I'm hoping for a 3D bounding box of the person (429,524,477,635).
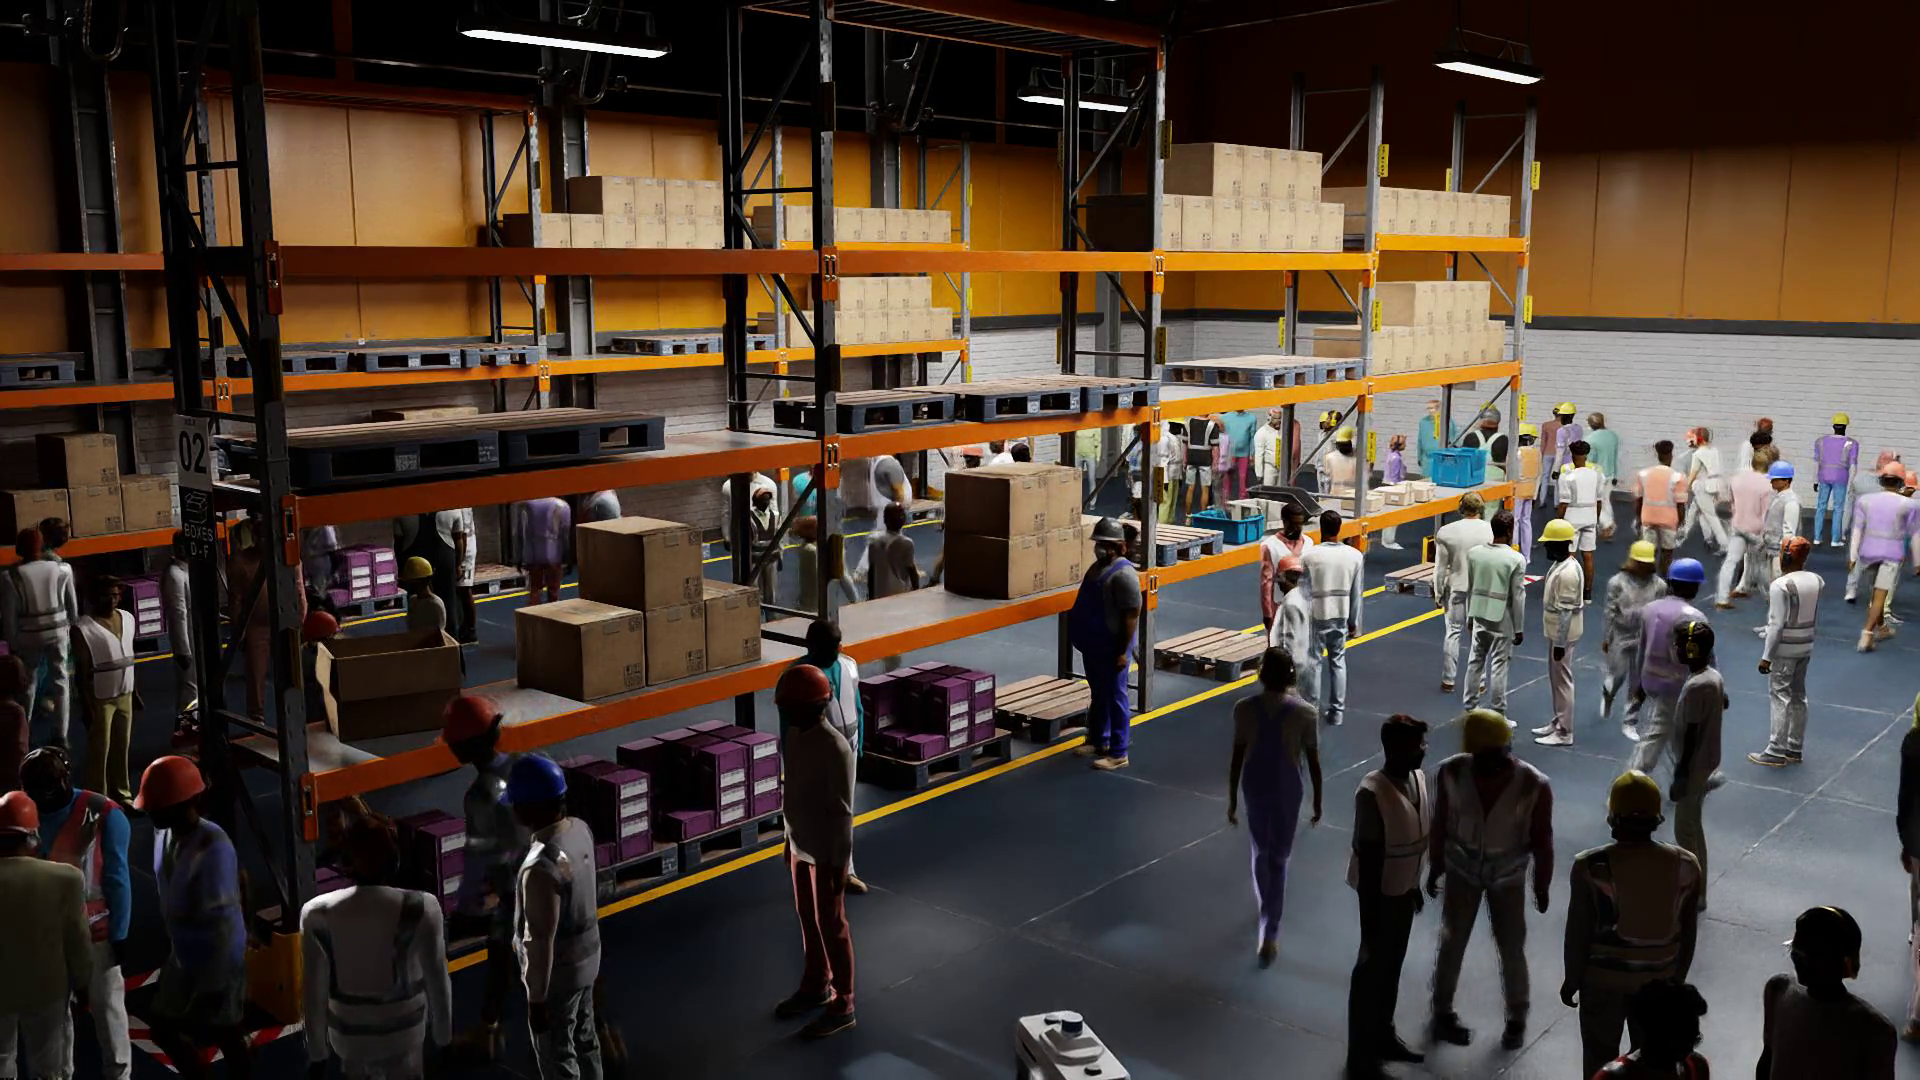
[{"bbox_3d":[-5.518,0.139,17.807,0.661,1.919,0.580,-3,10,-19],"label":"person"}]

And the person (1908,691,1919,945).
[{"bbox_3d":[5.855,1.494,9.741,0.390,1.916,0.585,-4,10,-21],"label":"person"}]

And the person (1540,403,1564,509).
[{"bbox_3d":[9.830,-1.384,27.416,0.532,1.754,0.340,8,12,39],"label":"person"}]

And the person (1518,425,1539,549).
[{"bbox_3d":[8.041,-0.758,23.654,0.326,1.761,0.523,-4,10,-23],"label":"person"}]

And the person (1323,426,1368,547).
[{"bbox_3d":[5.108,-0.563,22.021,0.610,1.913,0.540,6,11,31],"label":"person"}]

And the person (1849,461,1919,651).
[{"bbox_3d":[9.726,0.169,17.494,1.030,1.983,0.633,-8,12,-39],"label":"person"}]

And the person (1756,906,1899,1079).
[{"bbox_3d":[2.983,2.171,5.831,0.333,1.872,0.515,-5,11,-28],"label":"person"}]

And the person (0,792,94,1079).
[{"bbox_3d":[-4.185,1.985,7.431,0.575,1.709,0.714,-5,11,-27],"label":"person"}]

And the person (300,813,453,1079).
[{"bbox_3d":[-2.363,2.038,6.707,0.577,1.855,0.840,0,10,-1],"label":"person"}]

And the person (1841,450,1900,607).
[{"bbox_3d":[10.760,-0.128,19.550,0.490,1.880,0.689,-8,12,-38],"label":"person"}]

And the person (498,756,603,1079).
[{"bbox_3d":[-1.788,1.888,7.332,0.415,1.939,0.604,1,10,5],"label":"person"}]

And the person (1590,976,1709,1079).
[{"bbox_3d":[2.334,2.286,5.667,0.529,1.695,0.321,-5,11,-27],"label":"person"}]

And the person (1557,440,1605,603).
[{"bbox_3d":[7.332,-0.205,19.752,0.600,1.958,0.378,-2,10,-14],"label":"person"}]

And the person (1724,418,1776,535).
[{"bbox_3d":[11.429,-0.853,23.972,0.582,1.855,0.881,-4,10,-25],"label":"person"}]

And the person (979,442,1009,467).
[{"bbox_3d":[0.475,-0.774,23.518,0.529,1.835,0.510,-6,11,-31],"label":"person"}]

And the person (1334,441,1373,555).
[{"bbox_3d":[5.307,-0.543,22.587,0.516,1.674,0.557,0,10,1],"label":"person"}]

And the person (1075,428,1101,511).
[{"bbox_3d":[2.047,-1.348,27.184,0.528,1.761,0.339,3,10,17],"label":"person"}]

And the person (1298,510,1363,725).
[{"bbox_3d":[3.230,0.688,14.588,0.602,1.906,0.411,-3,10,-16],"label":"person"}]

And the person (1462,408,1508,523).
[{"bbox_3d":[7.469,-0.879,23.530,0.707,2.000,0.566,5,11,29],"label":"person"}]

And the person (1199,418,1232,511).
[{"bbox_3d":[4.007,-1.103,26.107,0.522,1.620,0.492,-9,13,-43],"label":"person"}]

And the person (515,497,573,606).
[{"bbox_3d":[-4.415,0.161,17.705,0.614,1.908,0.423,0,10,-1],"label":"person"}]

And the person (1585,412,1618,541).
[{"bbox_3d":[9.301,-0.902,24.095,0.710,1.903,0.536,-6,11,-31],"label":"person"}]

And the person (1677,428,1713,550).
[{"bbox_3d":[10.435,-0.725,23.594,0.551,1.718,0.866,0,10,2],"label":"person"}]

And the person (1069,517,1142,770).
[{"bbox_3d":[1.140,0.819,13.398,0.539,2.000,0.688,-3,10,-19],"label":"person"}]

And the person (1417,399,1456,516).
[{"bbox_3d":[7.648,-1.331,26.699,0.561,1.887,0.655,-9,13,-42],"label":"person"}]

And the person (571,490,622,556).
[{"bbox_3d":[-3.853,0.107,17.649,0.535,2.000,0.694,-4,10,-24],"label":"person"}]

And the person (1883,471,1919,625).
[{"bbox_3d":[10.538,0.082,18.702,0.354,1.737,0.574,5,11,28],"label":"person"}]

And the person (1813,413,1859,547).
[{"bbox_3d":[12.517,-0.861,23.802,0.401,1.918,0.588,-9,13,-44],"label":"person"}]

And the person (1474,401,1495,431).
[{"bbox_3d":[8.764,-1.443,27.786,0.324,1.743,0.490,-2,10,-14],"label":"person"}]

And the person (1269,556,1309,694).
[{"bbox_3d":[2.602,0.990,13.394,0.398,1.705,0.591,1,10,8],"label":"person"}]

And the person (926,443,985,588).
[{"bbox_3d":[0.007,-0.241,20.306,1.078,1.865,0.600,-4,10,-23],"label":"person"}]

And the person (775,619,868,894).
[{"bbox_3d":[-0.867,1.396,10.595,0.632,1.831,0.429,-9,13,-42],"label":"person"}]

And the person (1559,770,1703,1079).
[{"bbox_3d":[2.970,1.921,7.433,0.590,1.833,0.404,0,10,-3],"label":"person"}]

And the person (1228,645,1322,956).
[{"bbox_3d":[1.878,1.525,9.927,0.532,1.801,0.975,3,10,19],"label":"person"}]

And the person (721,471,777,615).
[{"bbox_3d":[-2.410,-0.054,19.055,0.642,1.899,0.396,-1,10,-5],"label":"person"}]

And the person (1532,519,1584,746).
[{"bbox_3d":[5.040,0.774,14.035,0.399,1.918,0.589,2,10,14],"label":"person"}]

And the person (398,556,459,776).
[{"bbox_3d":[-4.240,0.993,13.202,0.525,1.758,0.347,9,13,42],"label":"person"}]

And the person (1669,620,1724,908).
[{"bbox_3d":[4.545,1.420,10.375,0.348,1.856,0.523,7,12,34],"label":"person"}]

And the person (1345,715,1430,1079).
[{"bbox_3d":[2.138,1.762,8.344,0.372,1.843,0.569,8,12,39],"label":"person"}]

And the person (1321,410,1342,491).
[{"bbox_3d":[5.534,-0.989,24.701,0.319,1.870,0.532,9,13,42],"label":"person"}]

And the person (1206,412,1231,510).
[{"bbox_3d":[4.238,-1.427,27.182,0.386,1.919,0.581,-6,11,-34],"label":"person"}]

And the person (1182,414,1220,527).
[{"bbox_3d":[3.693,-1.193,25.449,0.612,2.031,0.403,5,11,29],"label":"person"}]
